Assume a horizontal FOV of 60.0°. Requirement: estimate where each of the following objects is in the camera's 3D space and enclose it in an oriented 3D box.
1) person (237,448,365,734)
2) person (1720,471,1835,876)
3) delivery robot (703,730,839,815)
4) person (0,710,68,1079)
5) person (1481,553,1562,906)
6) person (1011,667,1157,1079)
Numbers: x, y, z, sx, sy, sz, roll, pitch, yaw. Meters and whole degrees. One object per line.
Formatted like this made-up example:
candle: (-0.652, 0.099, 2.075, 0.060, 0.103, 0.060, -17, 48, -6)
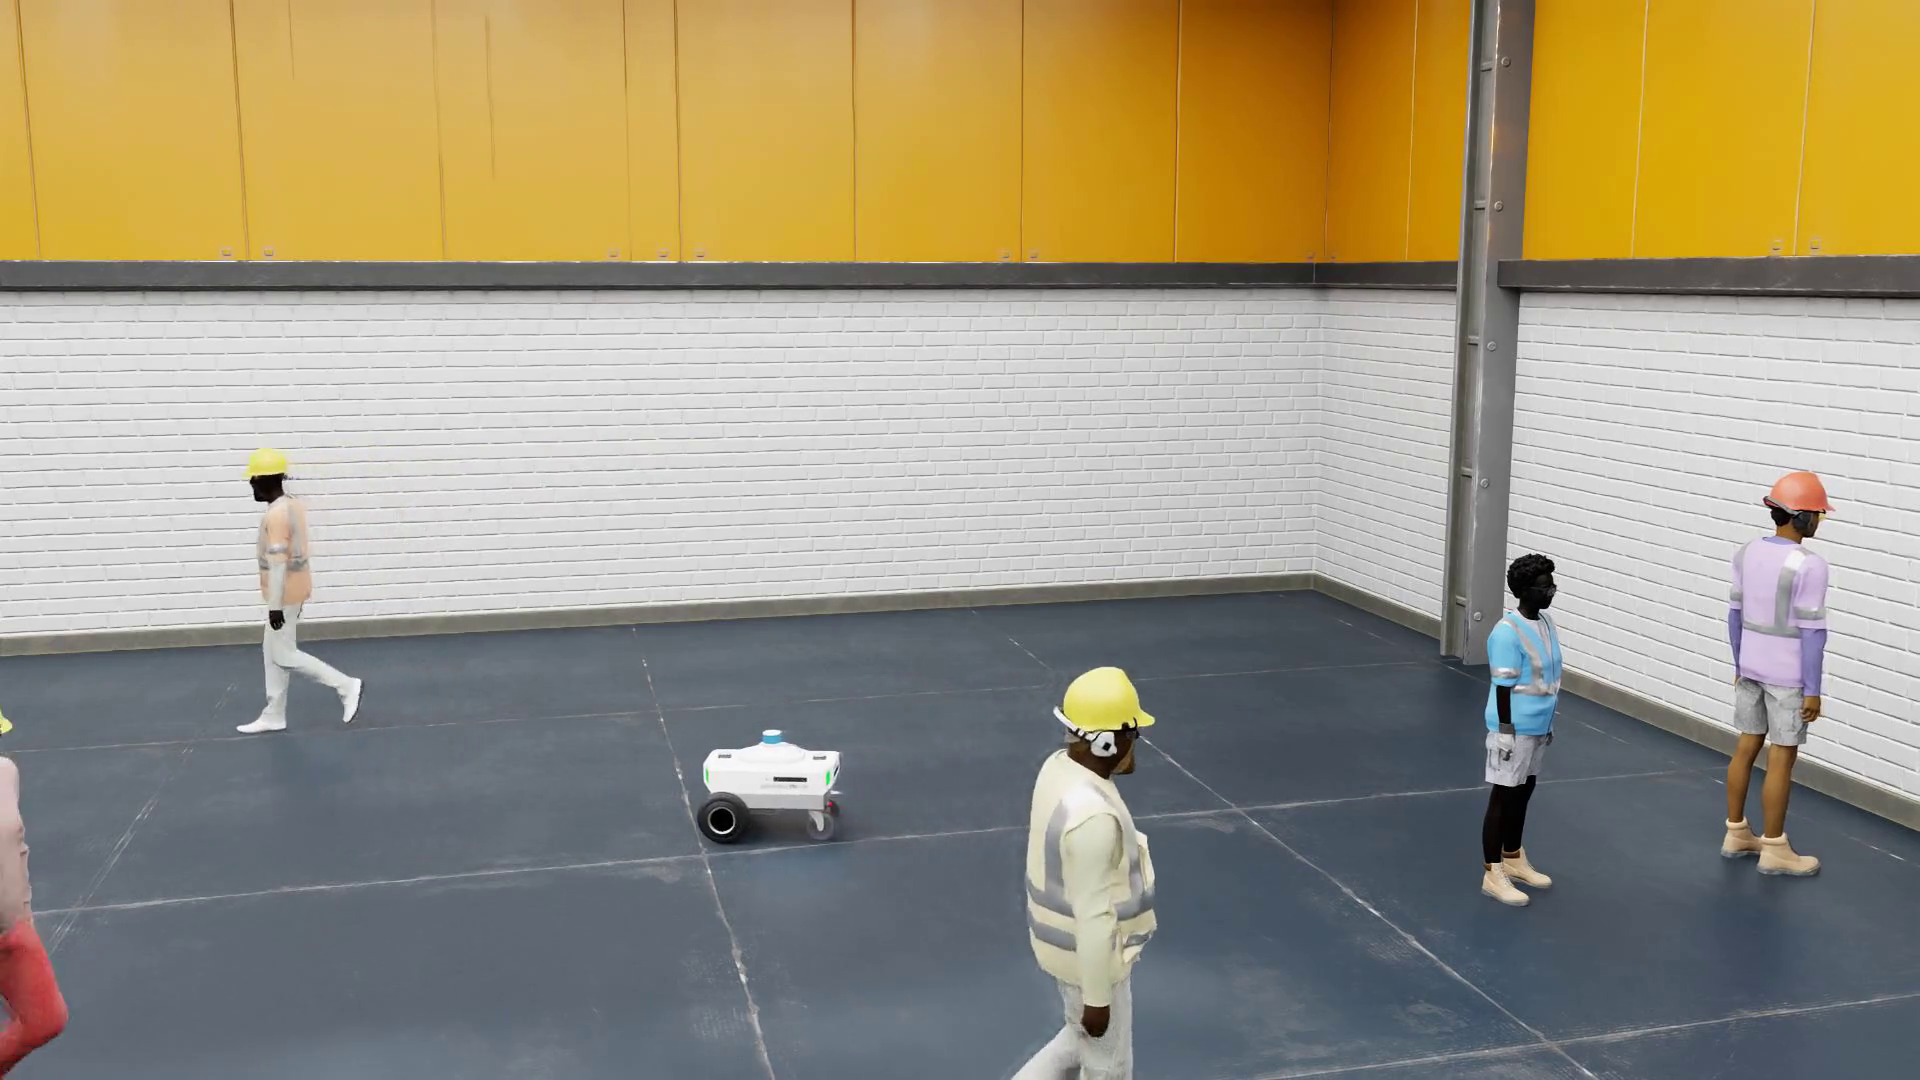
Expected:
person: (-4.388, 0.336, 10.940, 0.731, 1.908, 0.602, -3, 10, -19)
person: (4.173, 0.666, 8.455, 0.397, 2.043, 0.610, -2, 9, -12)
delivery robot: (-1.014, 1.273, 9.006, 0.707, 0.478, 0.477, 0, 9, 3)
person: (-3.193, 1.294, 5.396, 0.410, 1.754, 0.530, 1, 9, 7)
person: (2.729, 0.901, 8.067, 0.317, 1.696, 0.539, 8, 12, 40)
person: (0.360, 1.288, 5.275, 0.611, 1.818, 0.607, -1, 9, -8)
